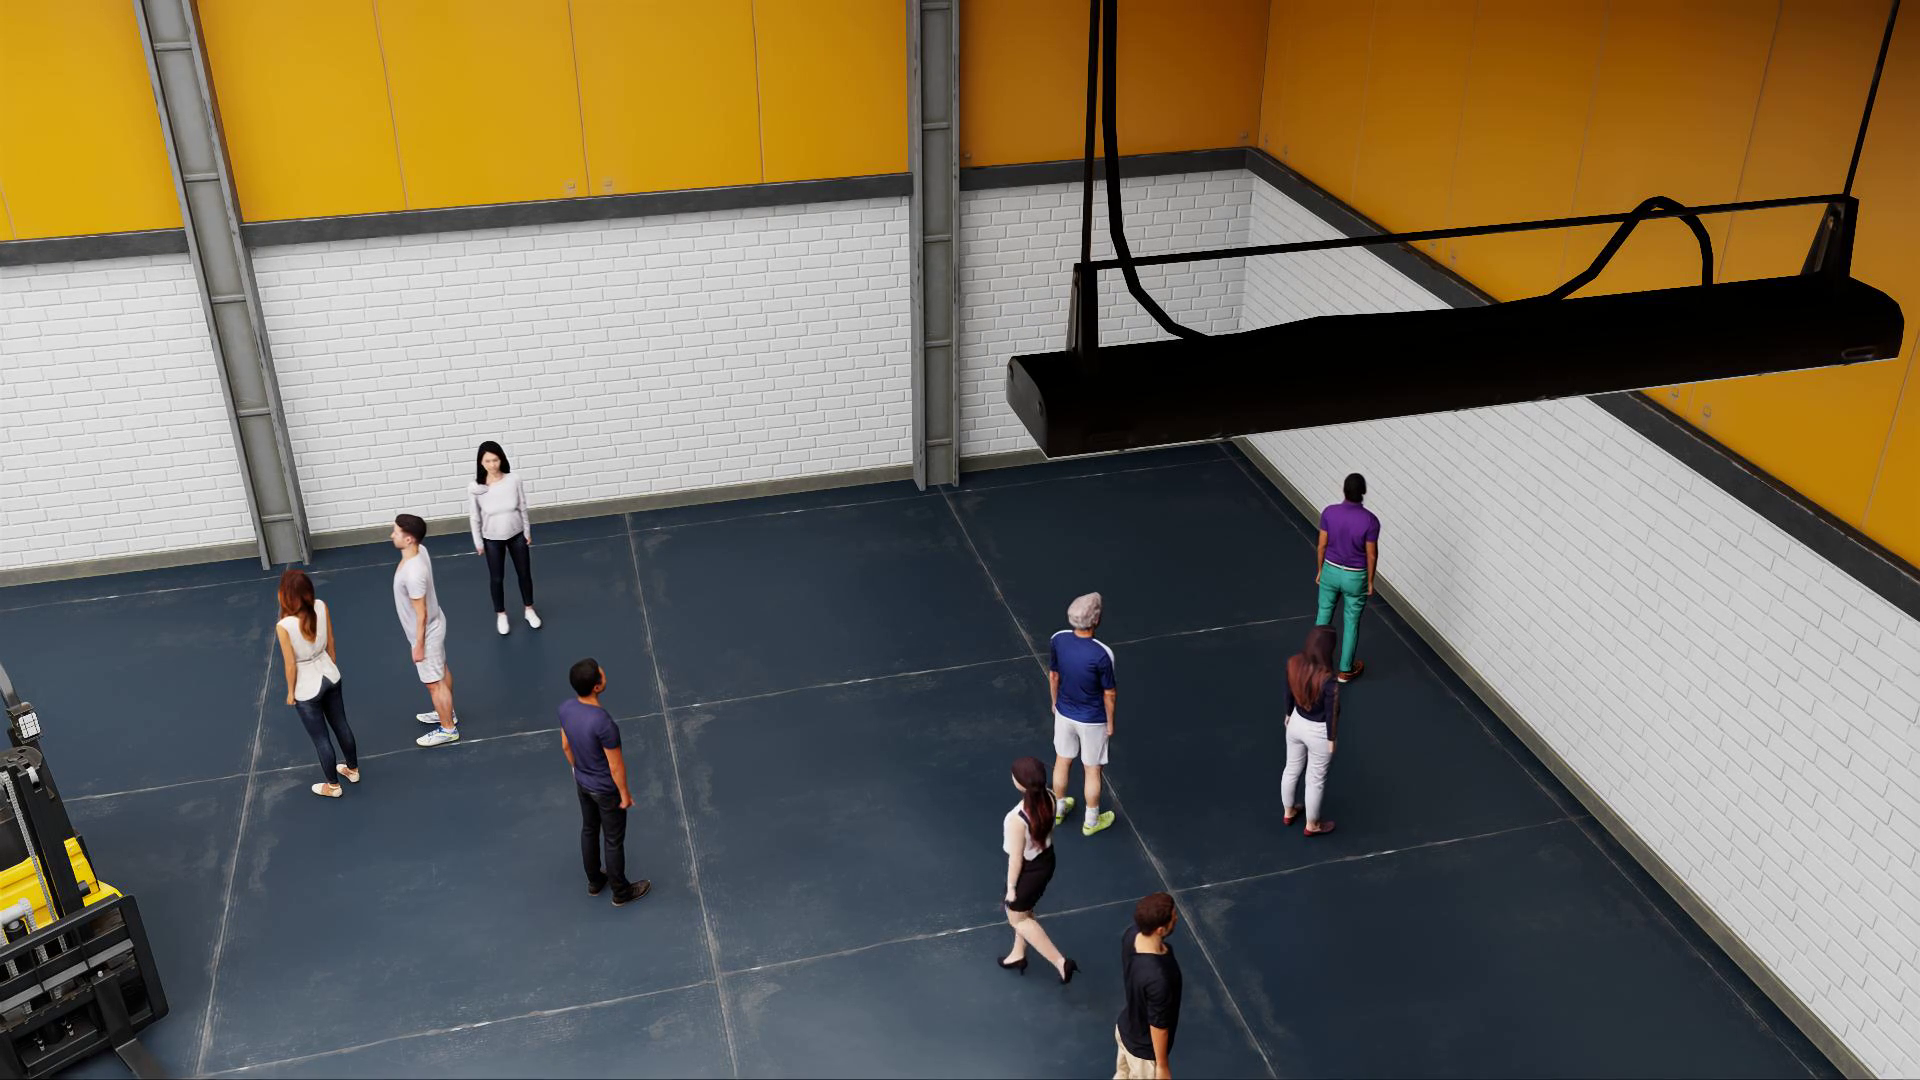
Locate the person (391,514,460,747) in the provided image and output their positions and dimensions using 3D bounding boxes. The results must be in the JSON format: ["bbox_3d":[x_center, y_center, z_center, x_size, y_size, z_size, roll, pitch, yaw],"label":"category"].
[{"bbox_3d":[-3.899,0.635,12.132,0.553,1.856,0.669,-7,29,-12],"label":"person"}]

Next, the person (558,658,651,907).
[{"bbox_3d":[-2.298,1.535,10.547,0.709,1.793,0.753,18,33,29],"label":"person"}]

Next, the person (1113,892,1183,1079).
[{"bbox_3d":[0.944,2.570,8.590,0.551,1.851,0.638,-6,29,-11],"label":"person"}]

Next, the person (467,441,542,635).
[{"bbox_3d":[-3.713,-0.041,13.534,0.539,1.700,0.711,-13,31,-23],"label":"person"}]

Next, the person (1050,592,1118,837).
[{"bbox_3d":[0.822,1.162,11.184,0.719,1.839,0.769,17,33,28],"label":"person"}]

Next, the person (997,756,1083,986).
[{"bbox_3d":[0.472,2.011,9.839,0.909,1.637,0.880,20,34,32],"label":"person"}]

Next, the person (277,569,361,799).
[{"bbox_3d":[-4.460,0.994,11.548,0.718,1.785,0.664,14,32,24],"label":"person"}]

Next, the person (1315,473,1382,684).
[{"bbox_3d":[2.977,0.280,12.876,0.714,1.767,0.777,15,32,25],"label":"person"}]

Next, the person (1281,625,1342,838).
[{"bbox_3d":[2.381,1.279,11.208,0.667,1.610,0.676,-21,35,-33],"label":"person"}]
